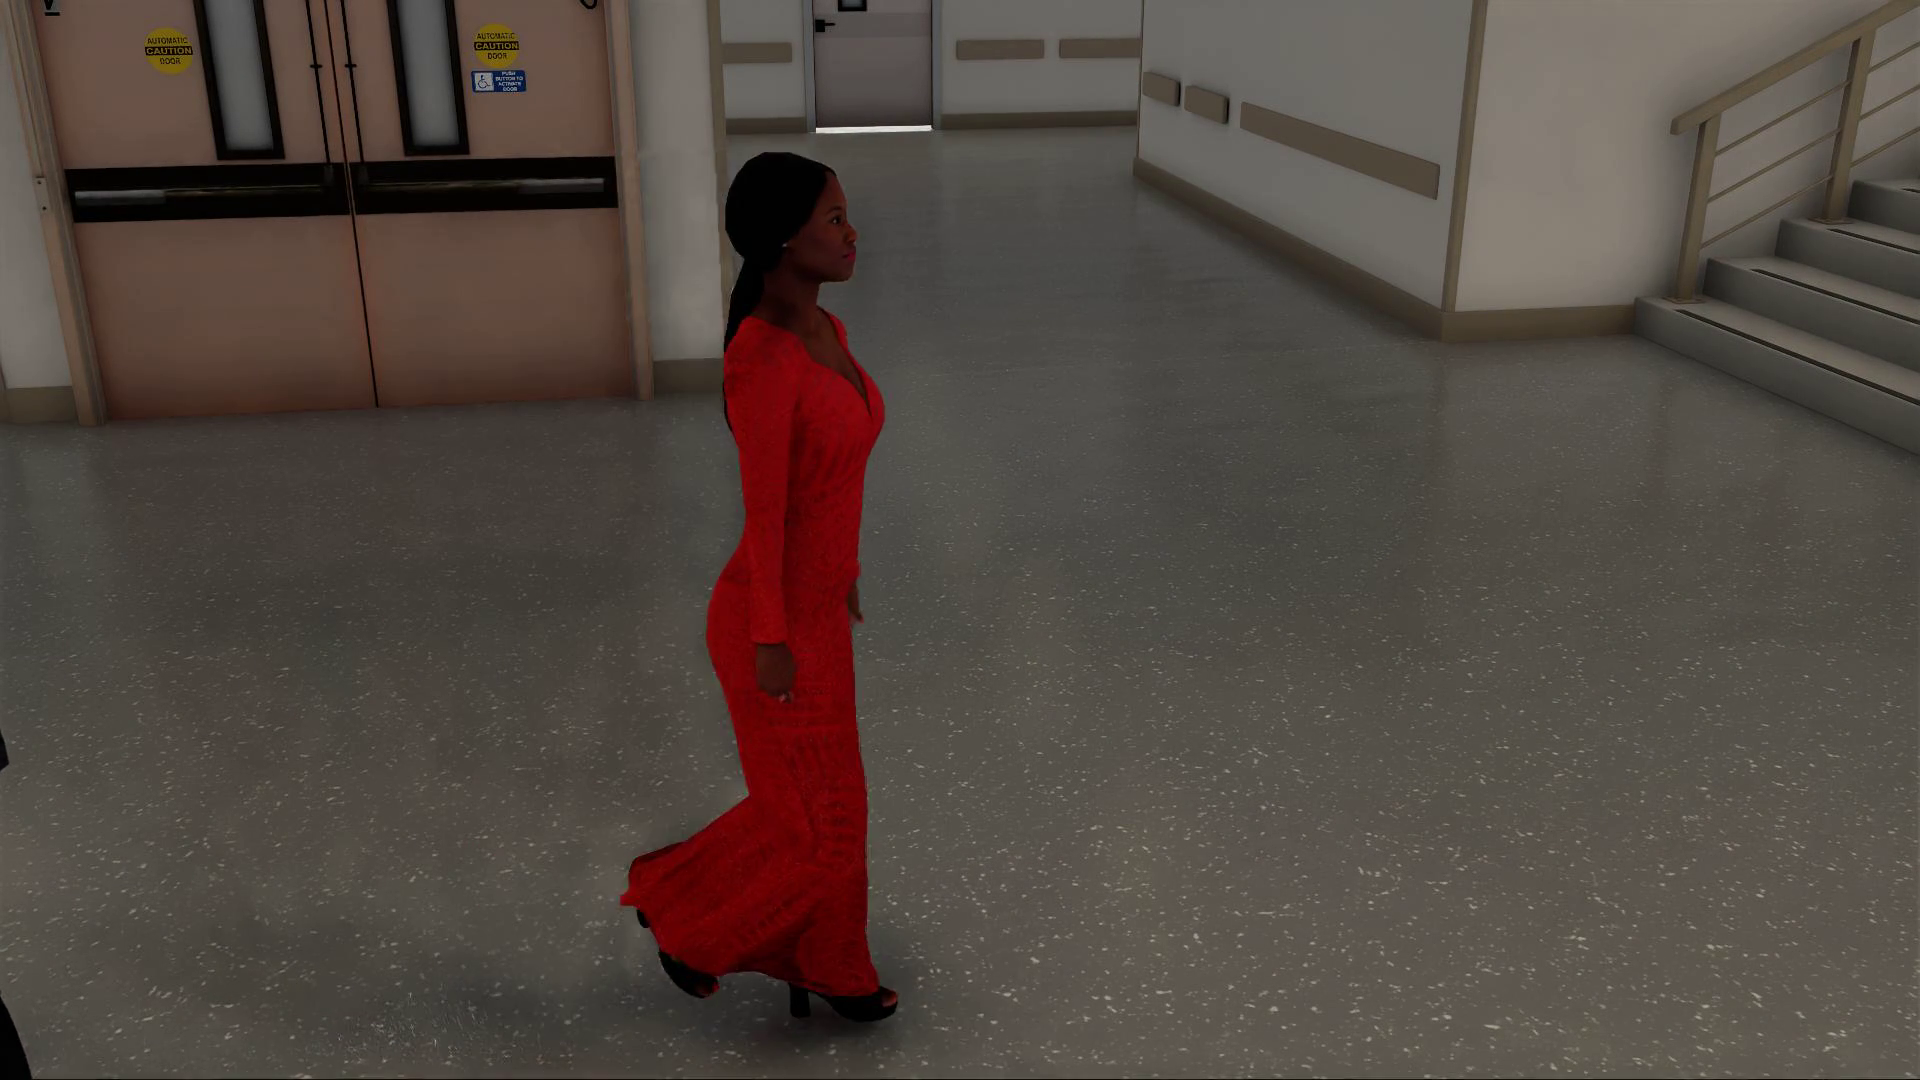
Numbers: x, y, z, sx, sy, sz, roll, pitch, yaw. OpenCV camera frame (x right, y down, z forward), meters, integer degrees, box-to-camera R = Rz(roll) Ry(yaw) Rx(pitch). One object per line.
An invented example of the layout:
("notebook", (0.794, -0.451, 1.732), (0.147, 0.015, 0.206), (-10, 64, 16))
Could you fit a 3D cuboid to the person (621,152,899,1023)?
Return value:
("person", (-0.393, 0.174, 3.169), (0.869, 1.772, 0.773), (5, 21, 12))
